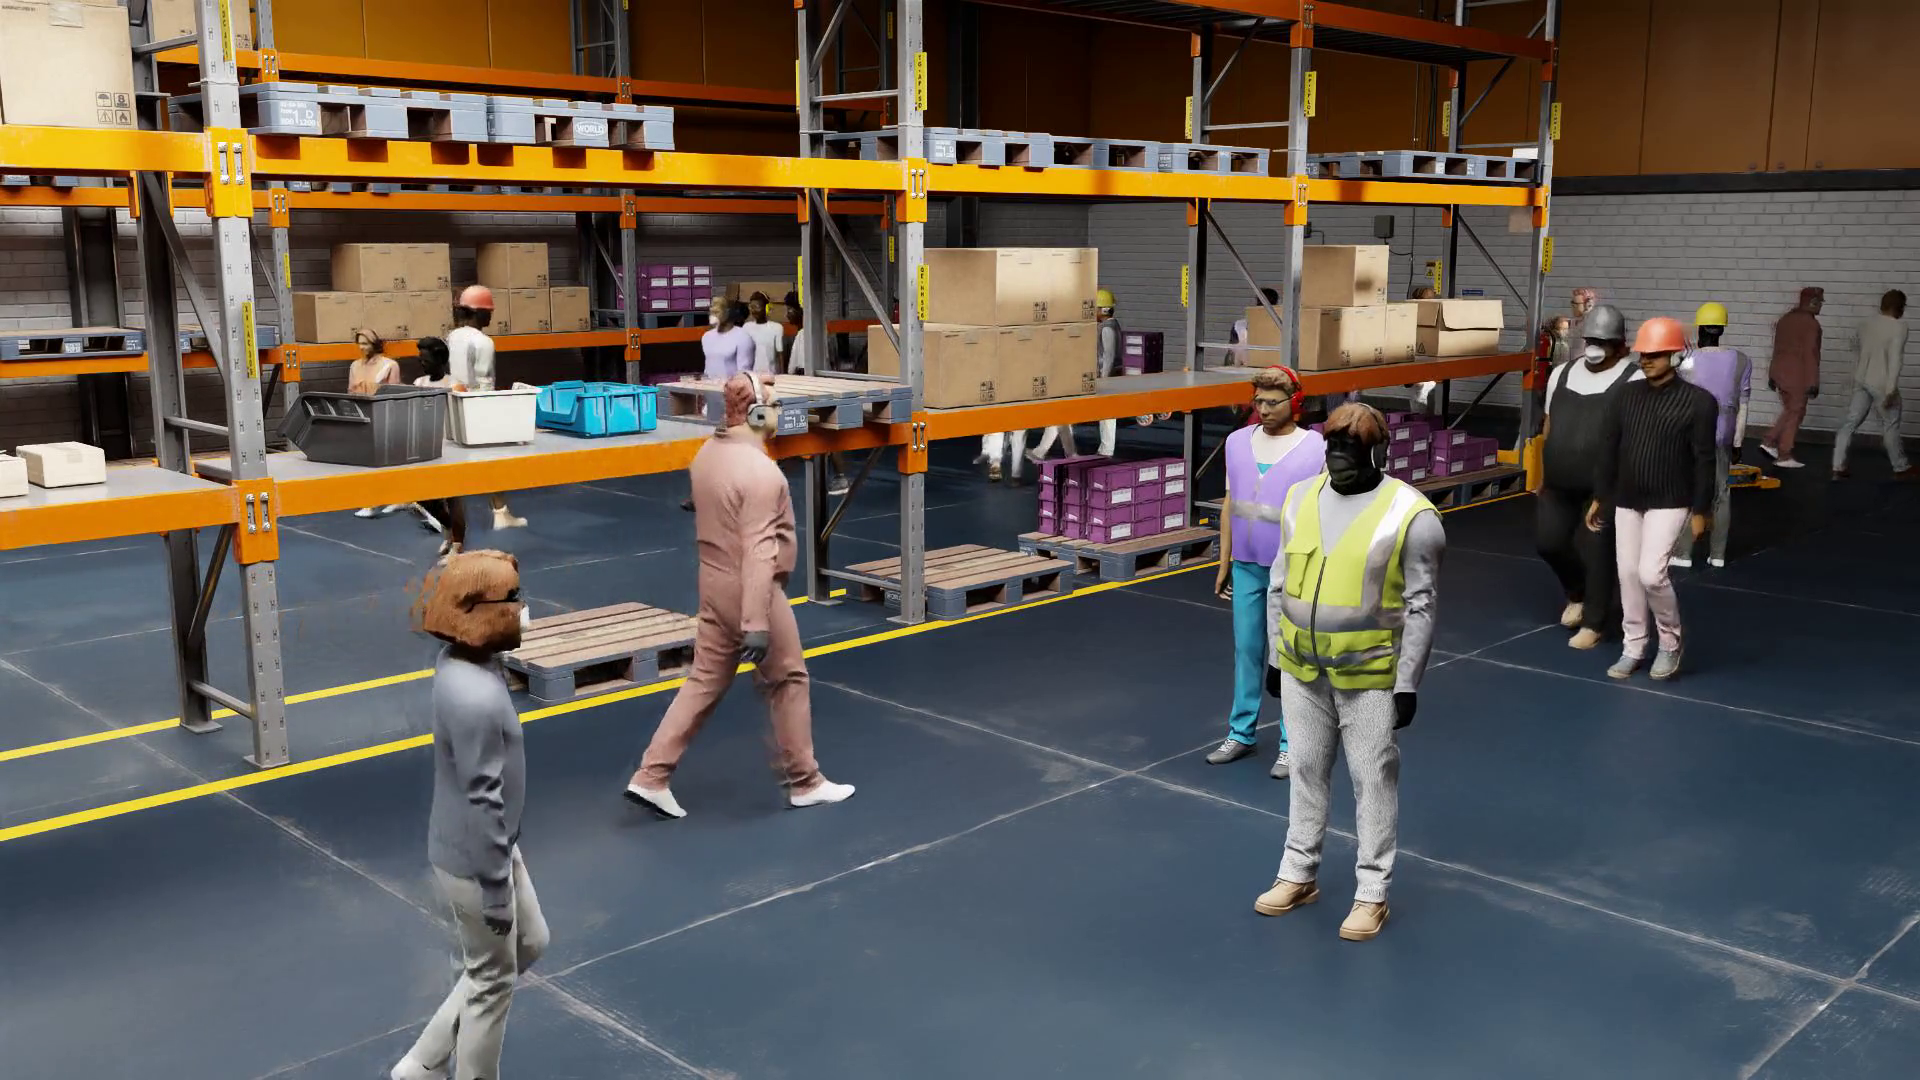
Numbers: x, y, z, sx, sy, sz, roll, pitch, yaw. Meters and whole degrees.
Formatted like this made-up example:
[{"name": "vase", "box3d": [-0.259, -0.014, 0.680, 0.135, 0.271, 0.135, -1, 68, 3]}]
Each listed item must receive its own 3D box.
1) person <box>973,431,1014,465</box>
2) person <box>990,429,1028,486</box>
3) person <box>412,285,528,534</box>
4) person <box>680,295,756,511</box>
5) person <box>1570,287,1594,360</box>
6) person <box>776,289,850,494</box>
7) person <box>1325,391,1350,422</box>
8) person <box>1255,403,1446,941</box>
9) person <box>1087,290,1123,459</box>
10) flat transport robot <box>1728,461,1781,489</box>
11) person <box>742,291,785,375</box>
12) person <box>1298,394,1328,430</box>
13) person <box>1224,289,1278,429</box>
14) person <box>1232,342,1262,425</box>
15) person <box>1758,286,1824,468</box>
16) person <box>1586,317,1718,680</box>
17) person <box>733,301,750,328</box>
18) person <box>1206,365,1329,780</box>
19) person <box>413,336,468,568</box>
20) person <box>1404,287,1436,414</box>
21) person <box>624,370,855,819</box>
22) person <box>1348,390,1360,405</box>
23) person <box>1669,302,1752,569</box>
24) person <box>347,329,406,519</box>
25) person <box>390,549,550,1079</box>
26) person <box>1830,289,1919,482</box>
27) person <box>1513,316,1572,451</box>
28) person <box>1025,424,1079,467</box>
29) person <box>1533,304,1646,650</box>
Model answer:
[{"name": "person", "box3d": [0.322, -1.718, 17.463, 0.601, 1.872, 0.413, 10, 14, 44]}, {"name": "person", "box3d": [0.513, -1.432, 15.942, 0.605, 1.862, 0.533, 3, 11, 14]}, {"name": "person", "box3d": [-3.984, -1.037, 13.395, 0.610, 2.020, 0.879, 9, 14, 40]}, {"name": "person", "box3d": [-2.041, -1.194, 14.604, 0.644, 1.892, 0.989, 8, 13, 37]}, {"name": "person", "box3d": [6.469, -1.652, 17.127, 0.646, 1.870, 0.732, 4, 11, 19]}, {"name": "person", "box3d": [-1.459, -1.349, 15.374, 0.974, 1.915, 0.604, -3, 11, -13]}, {"name": "person", "box3d": [3.949, -1.631, 17.326, 0.484, 1.737, 0.554, -4, 11, -19]}, {"name": "person", "box3d": [1.322, 0.446, 5.754, 0.627, 1.845, 0.429, 9, 14, 41]}, {"name": "person", "box3d": [1.519, -1.723, 17.615, 0.403, 1.830, 0.591, 1, 10, 3]}, {"name": "flat transport robot", "box3d": [6.971, -0.610, 15.798, 1.431, 0.197, 0.652, -3, 11, -16]}, {"name": "person", "box3d": [-1.974, -1.628, 17.051, 0.530, 1.852, 0.755, 5, 11, 25]}, {"name": "person", "box3d": [3.535, -1.620, 16.818, 0.633, 1.912, 0.588, 6, 12, 29]}, {"name": "person", "box3d": [2.939, -1.557, 16.585, 0.665, 1.877, 0.662, 2, 11, 11]}, {"name": "person", "box3d": [2.886, -1.329, 15.778, 0.911, 1.717, 0.541, -9, 13, -39]}, {"name": "person", "box3d": [8.680, -1.684, 17.262, 0.420, 1.883, 0.706, -1, 10, -4]}, {"name": "person", "box3d": [3.693, -0.202, 8.933, 0.439, 1.979, 0.627, -7, 12, -33]}, {"name": "person", "box3d": [-2.413, -1.776, 18.285, 0.553, 1.682, 0.404, 2, 11, 12]}, {"name": "person", "box3d": [1.409, 0.136, 7.452, 0.565, 1.840, 0.390, 9, 14, 40]}, {"name": "person", "box3d": [-3.773, -0.639, 12.091, 0.540, 1.685, 0.372, 6, 12, 30]}, {"name": "person", "box3d": [5.039, -1.839, 18.216, 0.430, 1.845, 0.619, 8, 13, 39]}, {"name": "person", "box3d": [-0.937, 0.238, 6.828, 0.954, 1.873, 0.669, -7, 12, -32]}, {"name": "person", "box3d": [4.530, -2.122, 19.792, 0.652, 1.830, 1.007, 9, 14, 41]}, {"name": "person", "box3d": [5.362, -0.744, 12.008, 0.589, 1.927, 0.386, 0, 10, 3]}, {"name": "person", "box3d": [-5.036, -0.985, 14.181, 0.530, 1.601, 0.786, 5, 11, 24]}, {"name": "person", "box3d": [-1.229, 0.824, 4.296, 0.374, 1.625, 0.514, -4, 11, -19]}, {"name": "person", "box3d": [8.982, -1.493, 16.239, 1.032, 1.875, 0.656, -3, 11, -15]}, {"name": "person", "box3d": [5.979, -1.478, 16.954, 0.536, 1.601, 0.802, -6, 12, -30]}, {"name": "person", "box3d": [0.915, -1.639, 16.850, 0.637, 1.935, 1.020, -9, 14, -42]}, {"name": "person", "box3d": [3.682, -0.380, 9.718, 0.560, 2.000, 0.697, -9, 13, -39]}]
